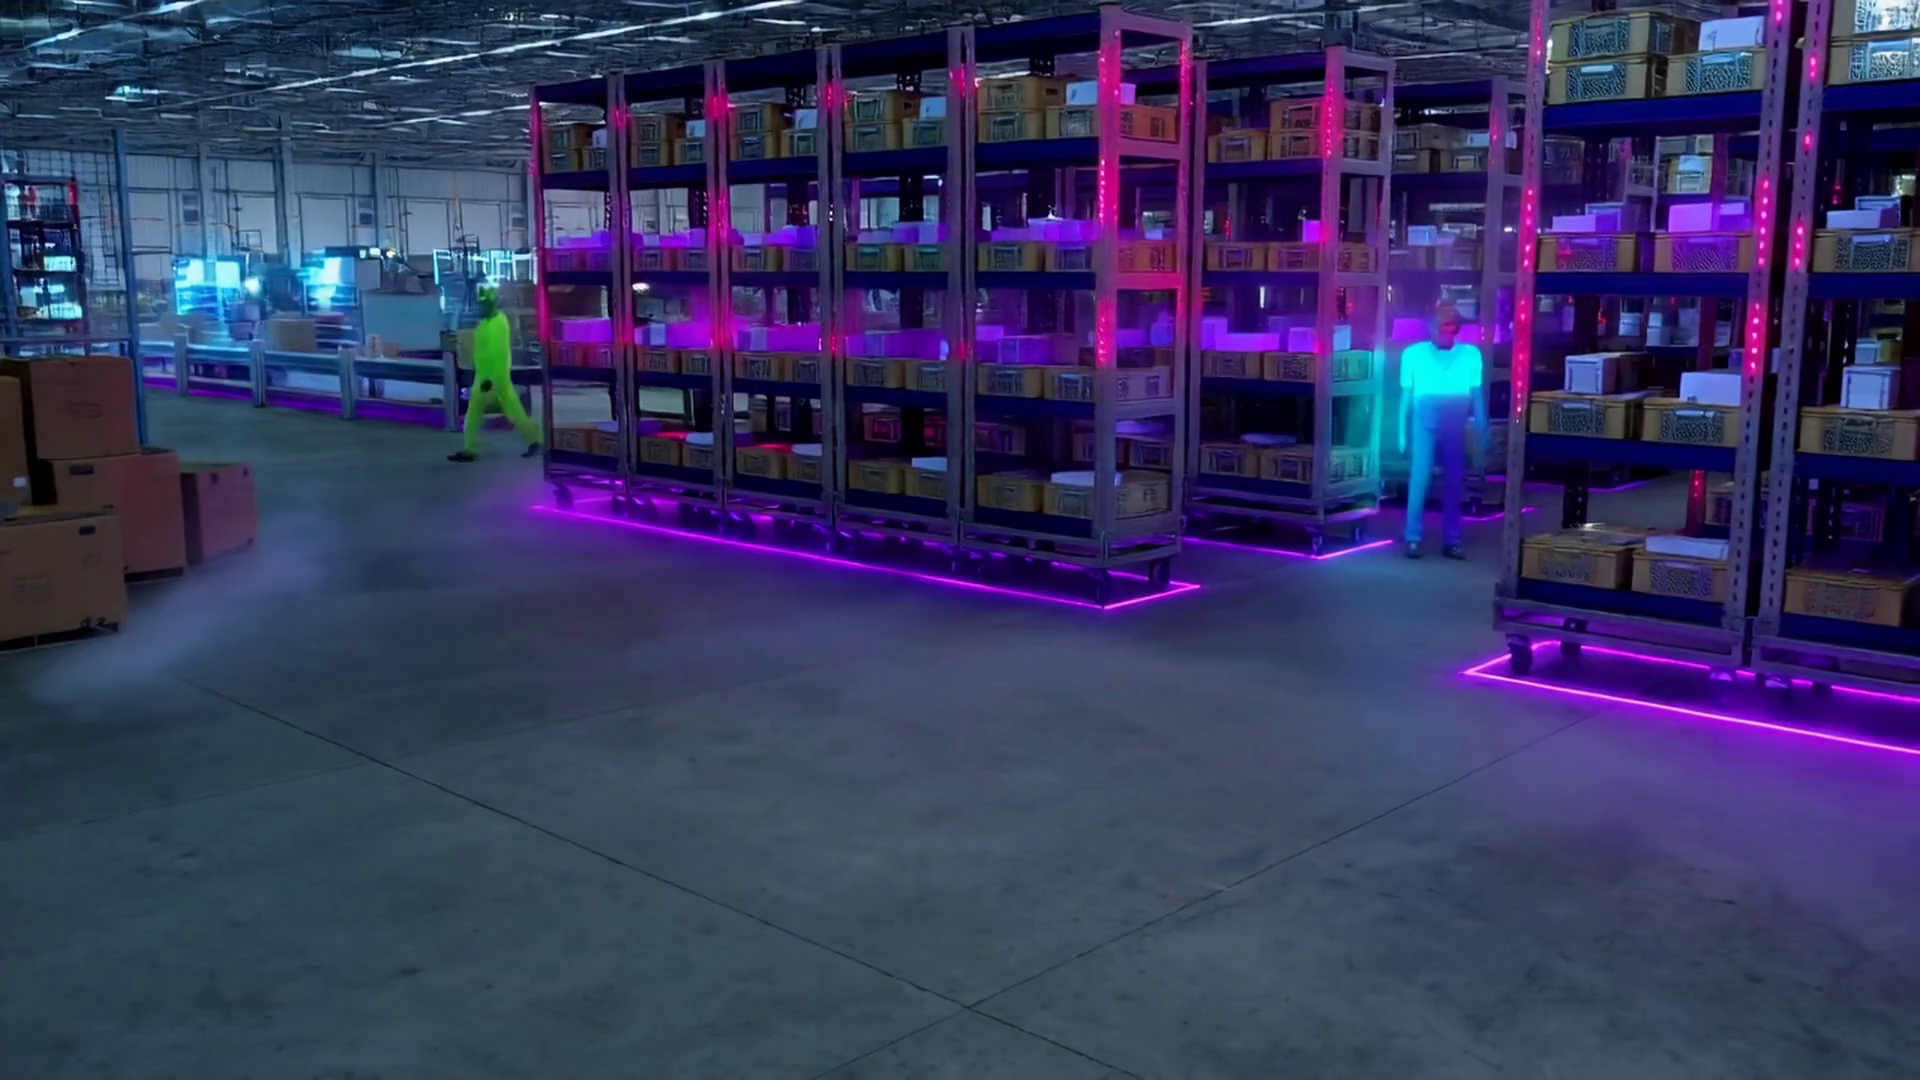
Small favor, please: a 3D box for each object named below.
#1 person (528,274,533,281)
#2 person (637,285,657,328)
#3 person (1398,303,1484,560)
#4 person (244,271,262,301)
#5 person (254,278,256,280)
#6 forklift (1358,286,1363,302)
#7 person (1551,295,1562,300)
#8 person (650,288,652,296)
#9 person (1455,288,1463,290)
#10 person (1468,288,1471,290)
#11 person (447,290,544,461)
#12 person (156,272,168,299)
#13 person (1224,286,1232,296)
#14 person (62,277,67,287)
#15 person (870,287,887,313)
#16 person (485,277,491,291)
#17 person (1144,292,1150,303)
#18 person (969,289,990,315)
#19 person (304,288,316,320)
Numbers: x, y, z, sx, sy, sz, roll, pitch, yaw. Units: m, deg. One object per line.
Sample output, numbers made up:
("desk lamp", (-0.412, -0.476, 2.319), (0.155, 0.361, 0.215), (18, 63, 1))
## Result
("person", (-23.271, -13.574, 90.500), (0.982, 1.786, 0.518), (0, 9, 1))
("person", (-7.145, -4.992, 38.031), (0.532, 1.745, 0.671), (-4, 10, -21))
("person", (3.411, -0.766, 11.853), (0.582, 1.834, 0.405), (0, 9, 2))
("person", (-26.913, -9.238, 63.294), (0.622, 1.992, 0.387), (-3, 10, -20))
("person", (-27.550, -9.371, 64.846), (0.521, 1.757, 0.356), (8, 12, 40))
("forklift", (11.100, -7.017, 46.970), (1.873, 2.768, 1.129), (9, 13, 43))
("person", (15.497, -5.877, 42.926), (0.638, 1.920, 0.727), (-5, 10, -26))
("person", (-11.460, -9.246, 63.202), (0.615, 2.000, 0.700), (-3, 10, -19))
("person", (17.898, -8.475, 59.750), (0.410, 1.625, 0.498), (-3, 10, -15))
("person", (21.622, -10.220, 70.464), (0.425, 1.612, 0.563), (3, 10, 15))
("person", (-5.039, -1.788, 18.074), (1.023, 1.858, 0.633), (-8, 12, -41))
("person", (-36.446, -11.284, 76.057), (0.651, 1.917, 0.646), (-1, 9, -8))
("person", (9.132, -8.127, 56.792), (0.456, 1.890, 0.669), (-8, 12, -41))
("person", (-39.728, -10.873, 73.806), (0.429, 1.838, 0.621), (-7, 12, -37))
("person", (-2.153, -6.220, 45.424), (0.608, 1.781, 0.944), (-9, 13, -43))
("person", (-22.396, -11.578, 78.519), (0.745, 1.719, 0.486), (-3, 10, -15))
("person", (7.031, -9.024, 62.881), (0.321, 1.699, 0.530), (1, 9, 4))
("person", (0.324, -2.813, 24.497), (0.595, 1.806, 0.805), (9, 13, 42))
("person", (-24.421, -9.000, 62.383), (0.561, 1.815, 0.927), (0, 9, 2))
